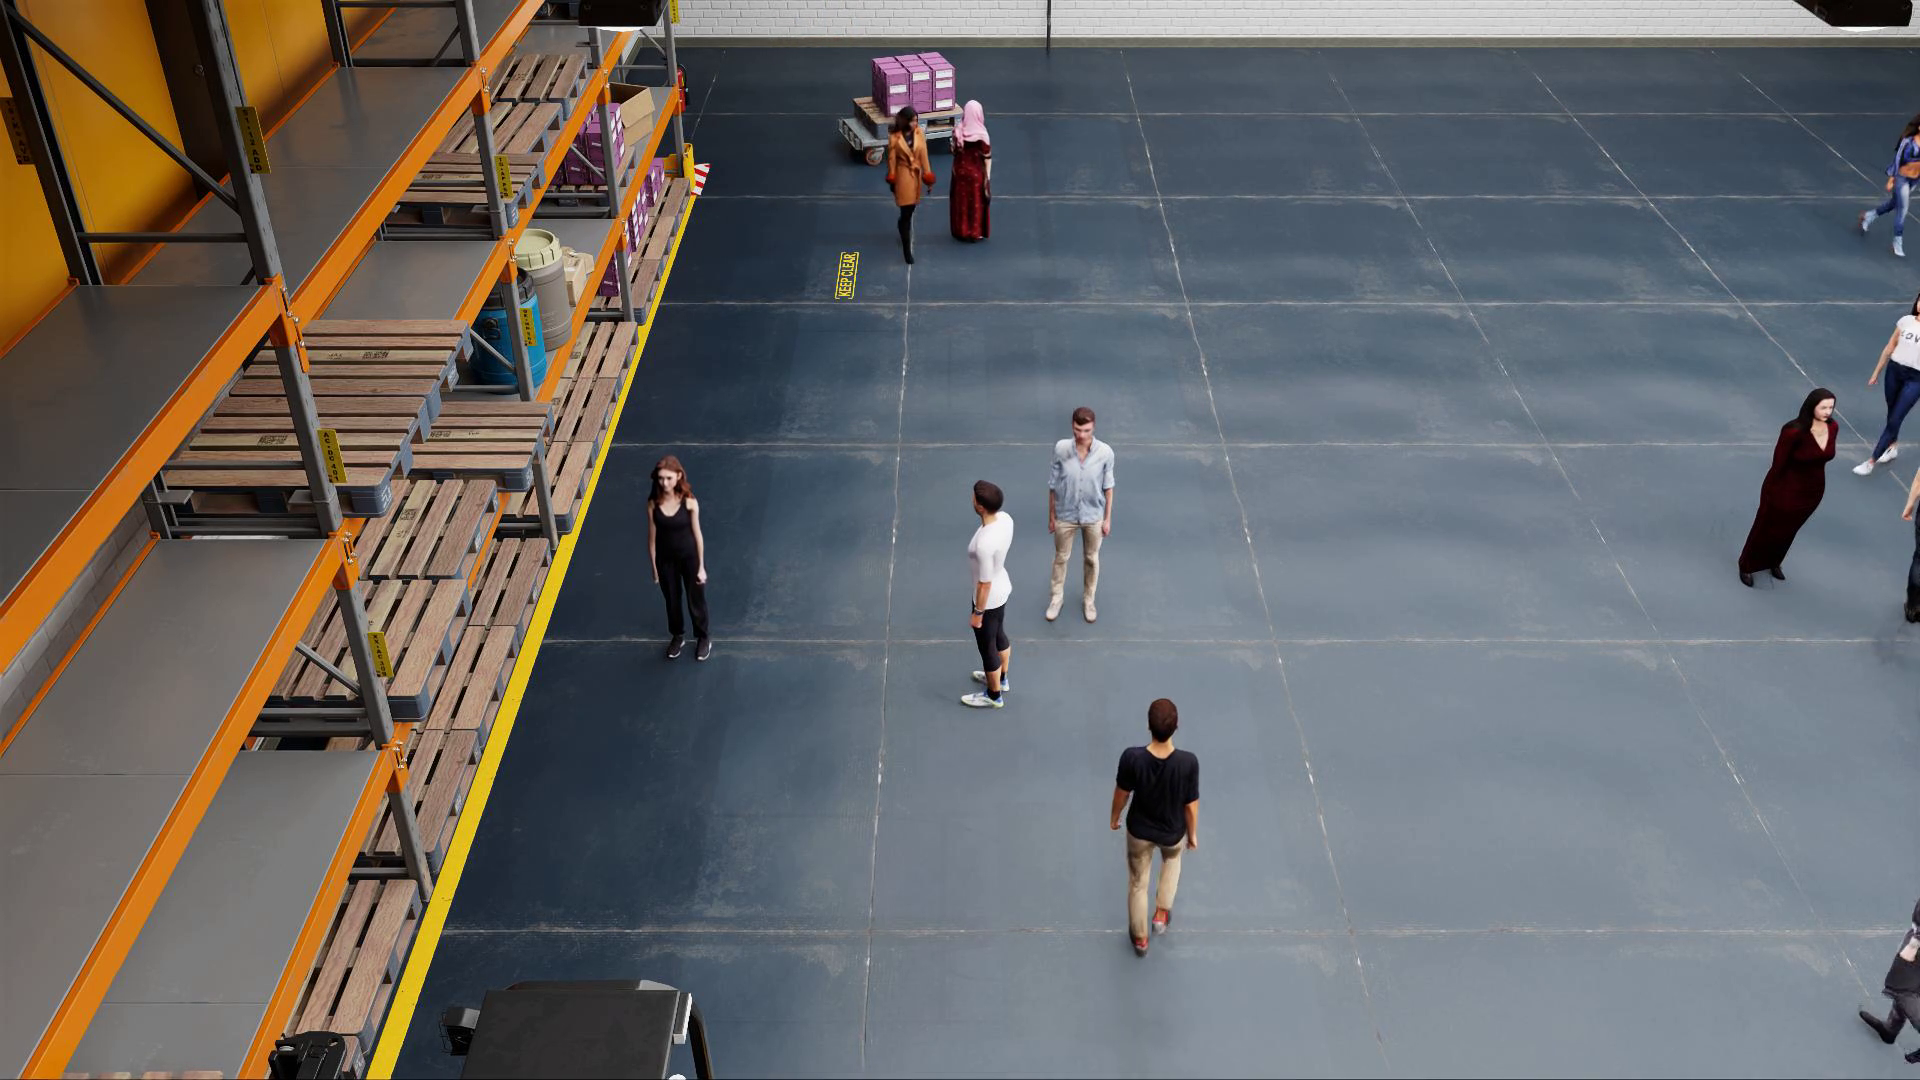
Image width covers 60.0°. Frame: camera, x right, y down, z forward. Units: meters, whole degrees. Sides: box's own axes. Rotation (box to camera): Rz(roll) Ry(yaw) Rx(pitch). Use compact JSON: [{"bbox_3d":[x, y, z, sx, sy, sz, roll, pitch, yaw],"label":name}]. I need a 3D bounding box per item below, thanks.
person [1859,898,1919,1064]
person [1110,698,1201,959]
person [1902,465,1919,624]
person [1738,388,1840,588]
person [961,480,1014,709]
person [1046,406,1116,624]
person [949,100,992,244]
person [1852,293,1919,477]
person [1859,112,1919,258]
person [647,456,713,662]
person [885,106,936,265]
[{"bbox_3d":[5.408,2.229,9.098,0.797,1.762,0.890,-18,38,-25],"label":"person"},{"bbox_3d":[1.152,1.755,9.738,0.680,1.843,0.641,2,34,3],"label":"person"},{"bbox_3d":[7.417,-0.138,12.557,0.917,1.875,0.989,19,38,27],"label":"person"},{"bbox_3d":[6.546,-0.422,13.091,0.744,1.756,0.729,-11,35,-15],"label":"person"},{"bbox_3d":[0.218,0.382,11.797,0.794,1.850,0.614,10,35,15],"label":"person"},{"bbox_3d":[0.916,-0.205,12.684,0.668,1.847,0.554,3,34,5],"label":"person"},{"bbox_3d":[0.112,-4.176,18.851,0.766,1.633,0.762,15,36,21],"label":"person"},{"bbox_3d":[8.356,-1.416,14.598,1.000,1.745,1.020,-20,38,-27],"label":"person"},{"bbox_3d":[10.569,-4.044,18.692,0.763,1.588,1.117,-7,34,-11],"label":"person"},{"bbox_3d":[-2.060,0.123,12.283,0.557,1.743,0.501,1,34,1],"label":"person"},{"bbox_3d":[-0.600,-4.015,18.554,0.960,1.693,1.209,-13,36,-19],"label":"person"}]
